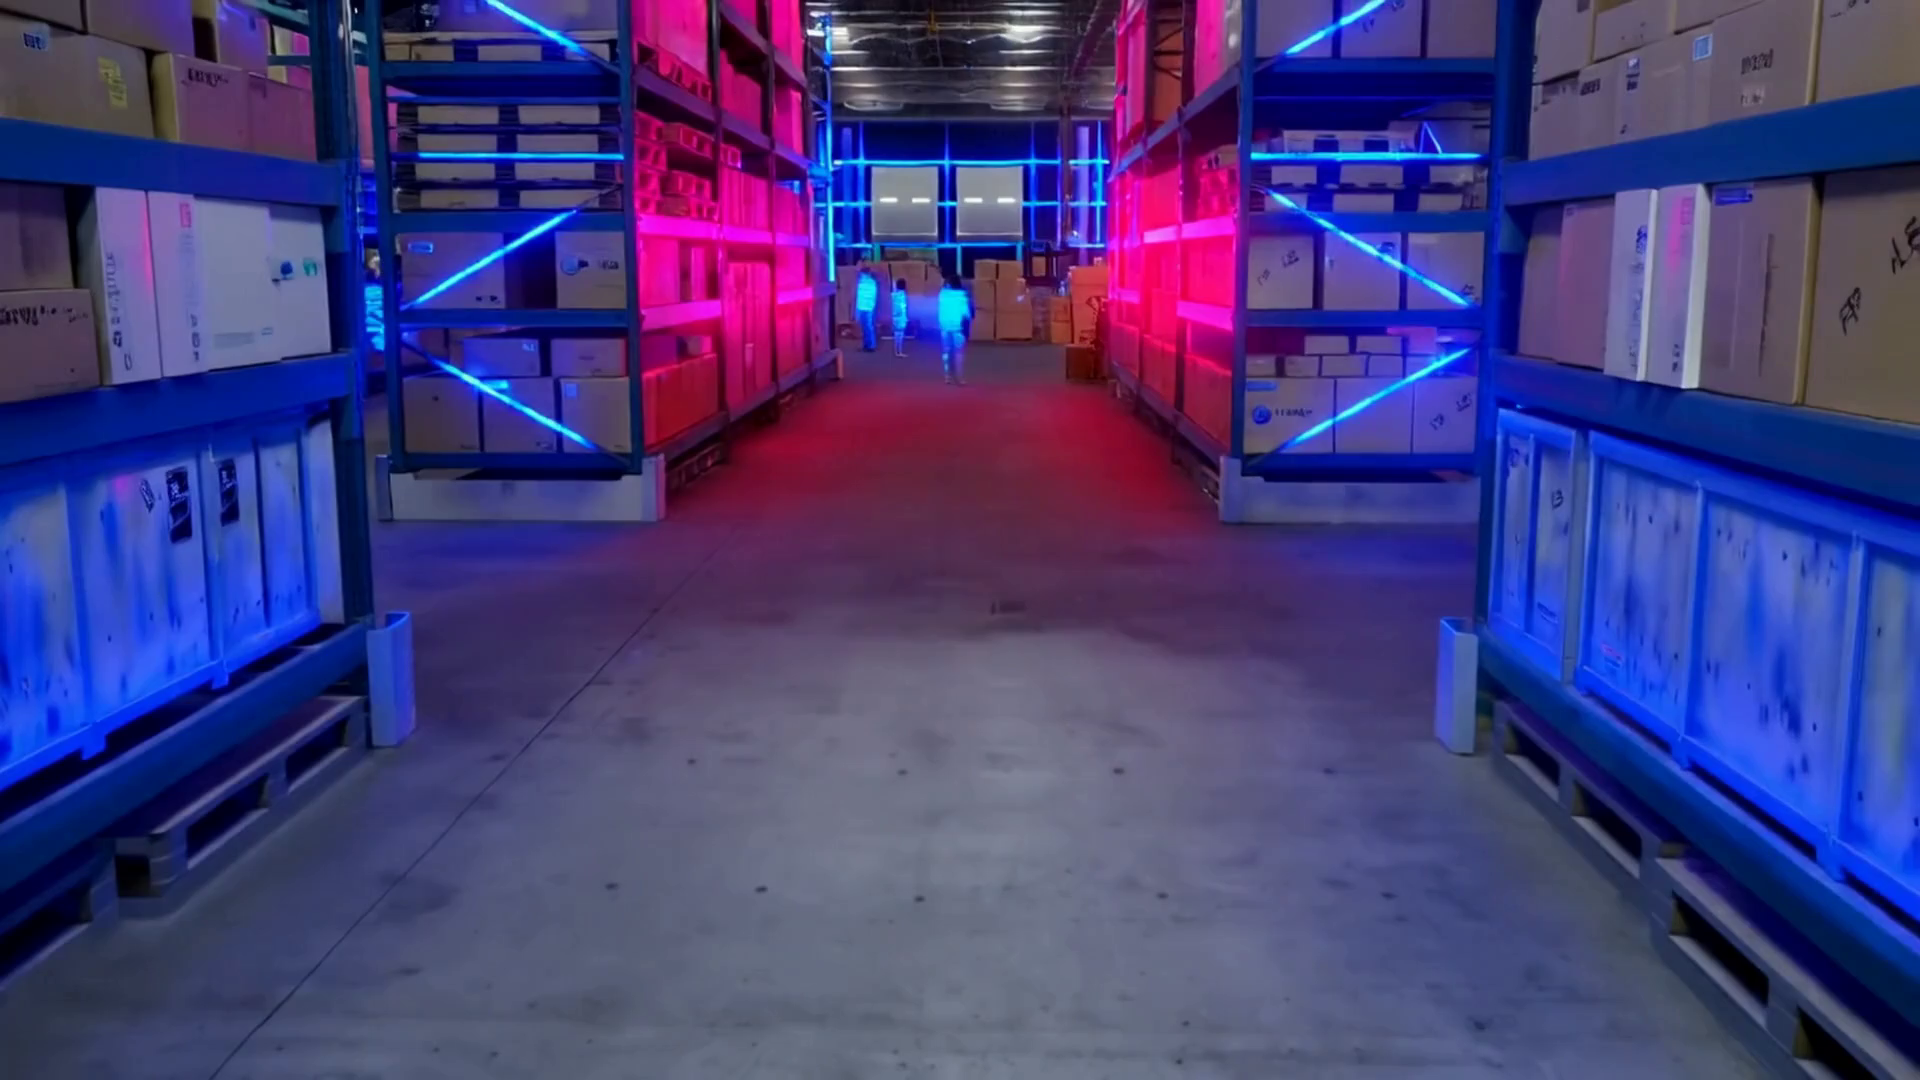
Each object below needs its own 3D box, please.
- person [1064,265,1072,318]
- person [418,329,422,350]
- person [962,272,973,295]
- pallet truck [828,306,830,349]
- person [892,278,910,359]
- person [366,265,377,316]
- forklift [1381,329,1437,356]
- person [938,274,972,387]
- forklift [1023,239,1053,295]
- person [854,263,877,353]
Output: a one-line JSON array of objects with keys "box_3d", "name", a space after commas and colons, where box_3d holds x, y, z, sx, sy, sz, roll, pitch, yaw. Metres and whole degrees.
[{"box_3d": [3.987, -8.977, 60.174, 0.588, 1.930, 0.359, -7, 12, -37], "name": "person"}, {"box_3d": [-10.037, -4.200, 31.666, 0.901, 1.912, 0.625, -1, 10, -7], "name": "person"}, {"box_3d": [0.317, -8.852, 60.123, 0.538, 1.695, 0.320, -1, 9, -3], "name": "person"}, {"box_3d": [-3.100, -3.940, 29.800, 1.885, 1.965, 0.823, 3, 10, 19], "name": "pallet truck"}, {"box_3d": [-1.251, -4.668, 35.060, 0.318, 1.695, 0.540, -5, 11, -29], "name": "person"}, {"box_3d": [-22.183, -9.400, 62.719, 0.368, 1.927, 0.587, -6, 11, -33], "name": "person"}, {"box_3d": [8.438, -4.896, 32.892, 1.873, 2.768, 1.129, 0, 9, 1], "name": "forklift"}, {"box_3d": [-0.073, -3.391, 27.015, 0.651, 1.837, 0.429, 9, 13, 42], "name": "person"}, {"box_3d": [2.745, -9.048, 57.760, 1.129, 2.768, 1.873, 7, 12, 38], "name": "forklift"}, {"box_3d": [-2.119, -5.188, 37.279, 0.371, 1.997, 0.622, -8, 13, -41], "name": "person"}]
